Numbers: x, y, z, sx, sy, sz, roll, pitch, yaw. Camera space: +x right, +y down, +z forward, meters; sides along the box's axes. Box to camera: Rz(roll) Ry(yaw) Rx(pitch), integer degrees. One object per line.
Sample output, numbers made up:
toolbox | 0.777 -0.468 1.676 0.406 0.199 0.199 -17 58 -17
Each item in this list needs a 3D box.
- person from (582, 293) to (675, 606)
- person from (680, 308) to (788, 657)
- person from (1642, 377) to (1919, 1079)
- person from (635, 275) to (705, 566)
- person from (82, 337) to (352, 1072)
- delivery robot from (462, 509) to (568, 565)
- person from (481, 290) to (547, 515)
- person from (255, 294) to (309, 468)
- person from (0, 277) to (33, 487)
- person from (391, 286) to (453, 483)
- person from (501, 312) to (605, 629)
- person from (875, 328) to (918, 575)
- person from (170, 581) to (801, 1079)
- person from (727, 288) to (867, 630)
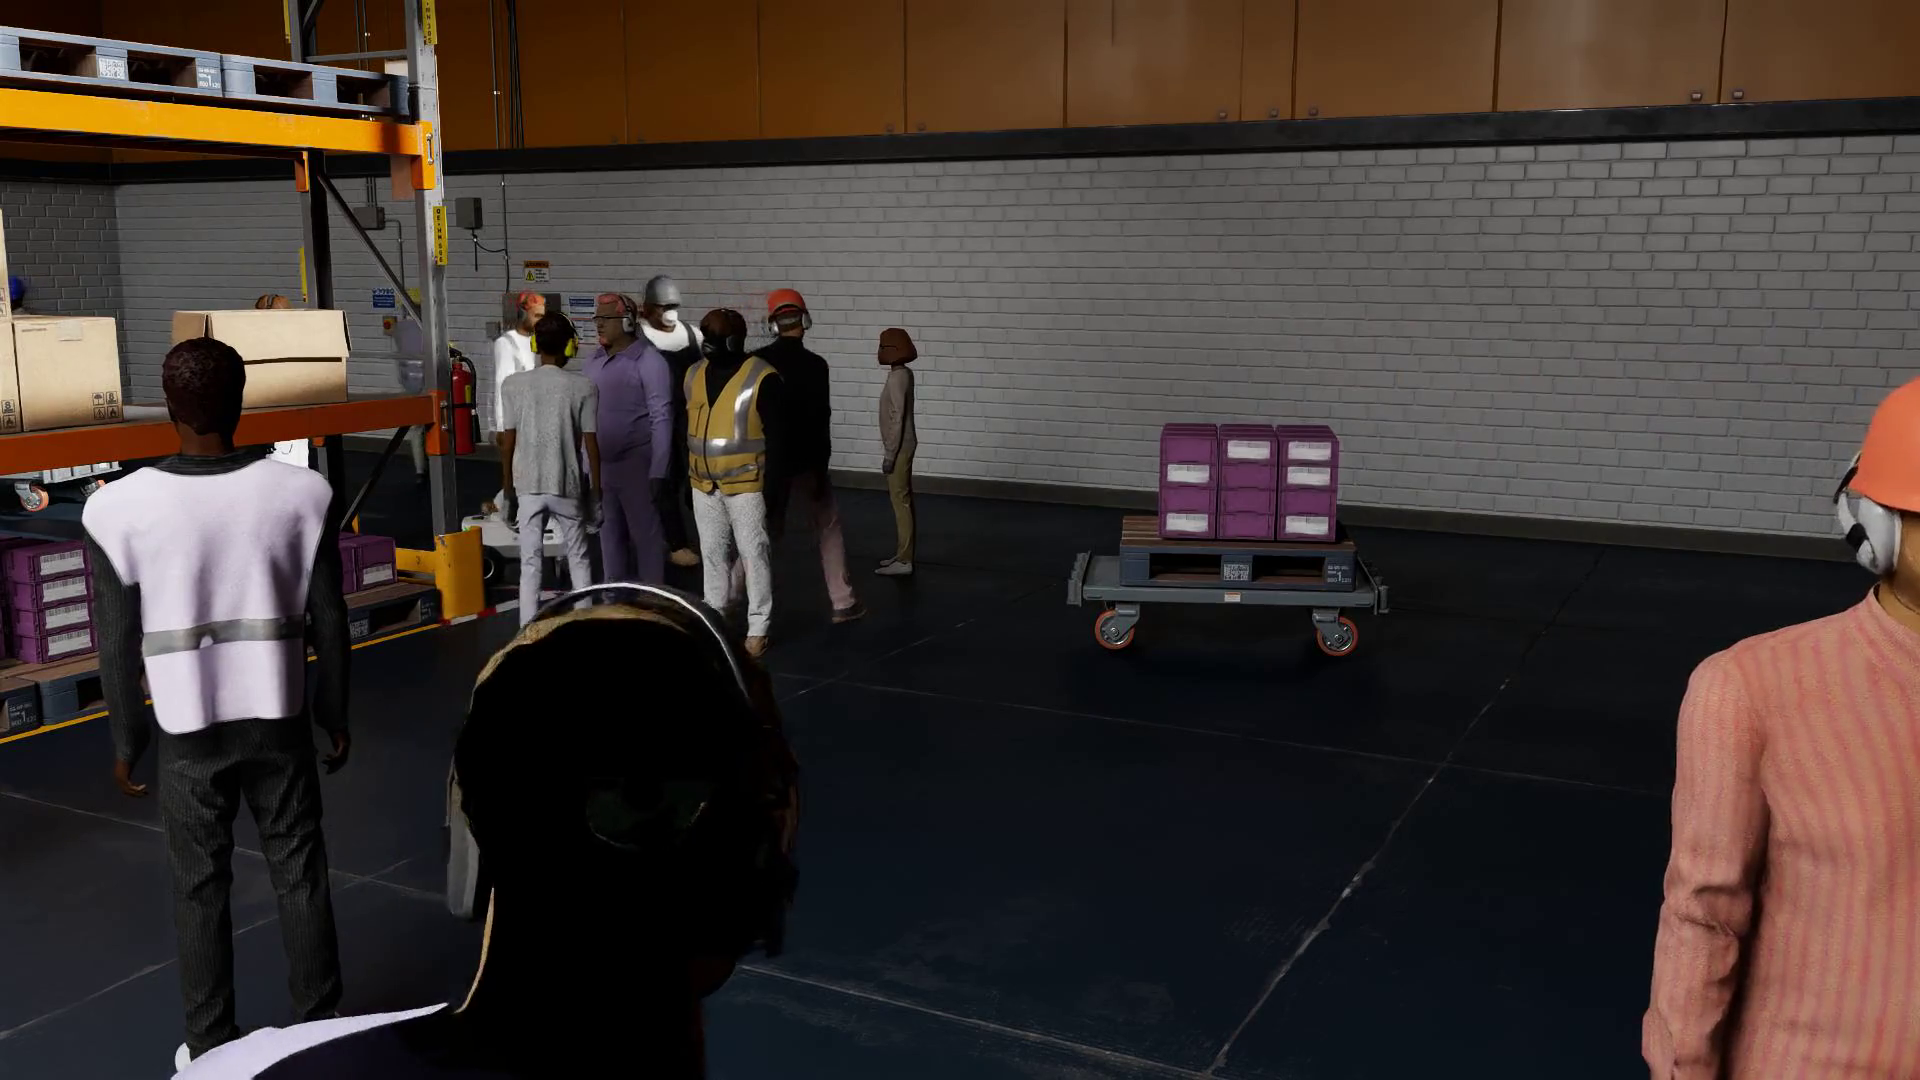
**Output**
person | -1.875 -0.404 9.200 0.640 1.910 0.401 7 12 35
person | -1.210 -0.291 8.744 0.625 1.840 0.430 5 11 28
person | 1.224 0.762 2.205 0.622 1.990 0.402 -1 10 -4
person | -2.083 -0.888 11.616 0.684 2.000 1.023 -8 13 -40
person | -1.840 0.453 4.204 0.593 1.920 0.391 -6 11 -30
delivery robot | -2.848 -0.048 10.777 0.707 0.478 0.477 -2 10 -12
person | -3.232 -0.866 12.003 0.591 1.867 0.644 4 11 23
person | -4.715 -0.777 11.554 0.429 1.844 0.626 -1 10 -4
person | -8.640 -1.454 15.313 0.573 1.915 0.663 -6 11 -29
person | -4.936 -1.435 15.417 0.623 1.815 0.462 2 10 13
person | -2.036 -0.210 8.322 0.507 1.827 0.608 -1 10 -5
person | -0.421 -0.587 11.051 0.285 1.633 0.500 1 10 5
person | -0.243 0.985 1.122 0.647 1.917 0.412 3 10 18
person | -0.993 -0.451 9.415 0.626 1.941 0.899 7 12 33
